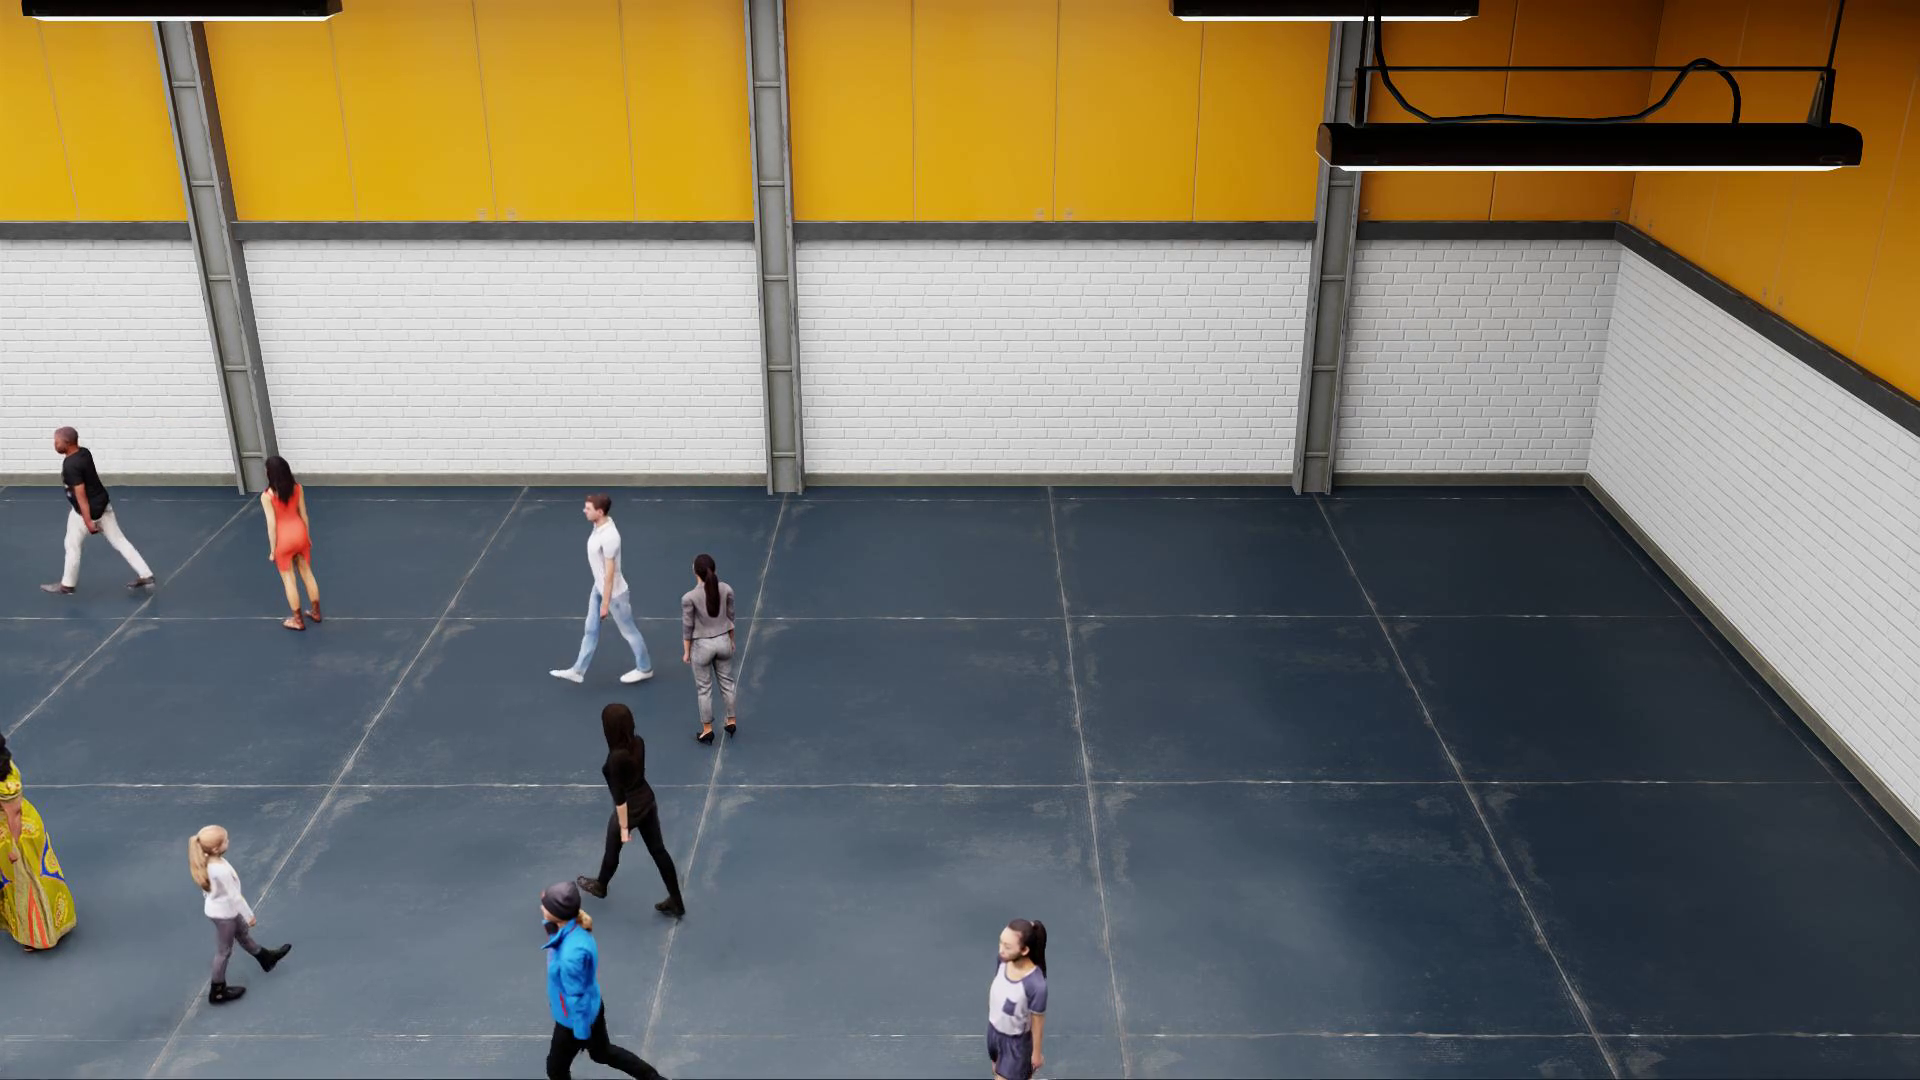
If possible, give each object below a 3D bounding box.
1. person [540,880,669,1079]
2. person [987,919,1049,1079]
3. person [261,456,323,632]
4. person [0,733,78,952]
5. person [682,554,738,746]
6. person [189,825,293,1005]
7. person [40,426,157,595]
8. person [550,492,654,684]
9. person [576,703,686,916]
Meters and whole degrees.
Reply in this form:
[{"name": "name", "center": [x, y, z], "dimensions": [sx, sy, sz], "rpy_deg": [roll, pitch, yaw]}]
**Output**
[{"name": "person", "center": [-2.046, 2.672, 9.370], "dimensions": [1.129, 1.770, 0.652], "rpy_deg": [-1, 24, -2]}, {"name": "person", "center": [0.373, 2.793, 9.268], "dimensions": [1.046, 1.629, 0.864], "rpy_deg": [-11, 26, -24]}, {"name": "person", "center": [-6.244, 0.021, 15.498], "dimensions": [0.687, 1.719, 0.667], "rpy_deg": [15, 28, 31]}, {"name": "person", "center": [-6.340, 1.968, 11.118], "dimensions": [1.047, 1.659, 0.997], "rpy_deg": [-20, 31, -38]}, {"name": "person", "center": [-2.032, 0.888, 13.565], "dimensions": [0.693, 1.678, 0.784], "rpy_deg": [-14, 27, -29]}, {"name": "person", "center": [-4.762, 2.408, 10.610], "dimensions": [0.886, 1.260, 0.816], "rpy_deg": [-21, 31, -39]}, {"name": "person", "center": [-8.305, -0.250, 16.093], "dimensions": [1.284, 1.738, 0.737], "rpy_deg": [-2, 24, -5]}, {"name": "person", "center": [-2.936, 0.439, 14.423], "dimensions": [1.218, 1.813, 0.990], "rpy_deg": [-10, 26, -22]}, {"name": "person", "center": [-2.156, 1.889, 11.375], "dimensions": [1.154, 1.598, 0.920], "rpy_deg": [12, 26, 25]}]
